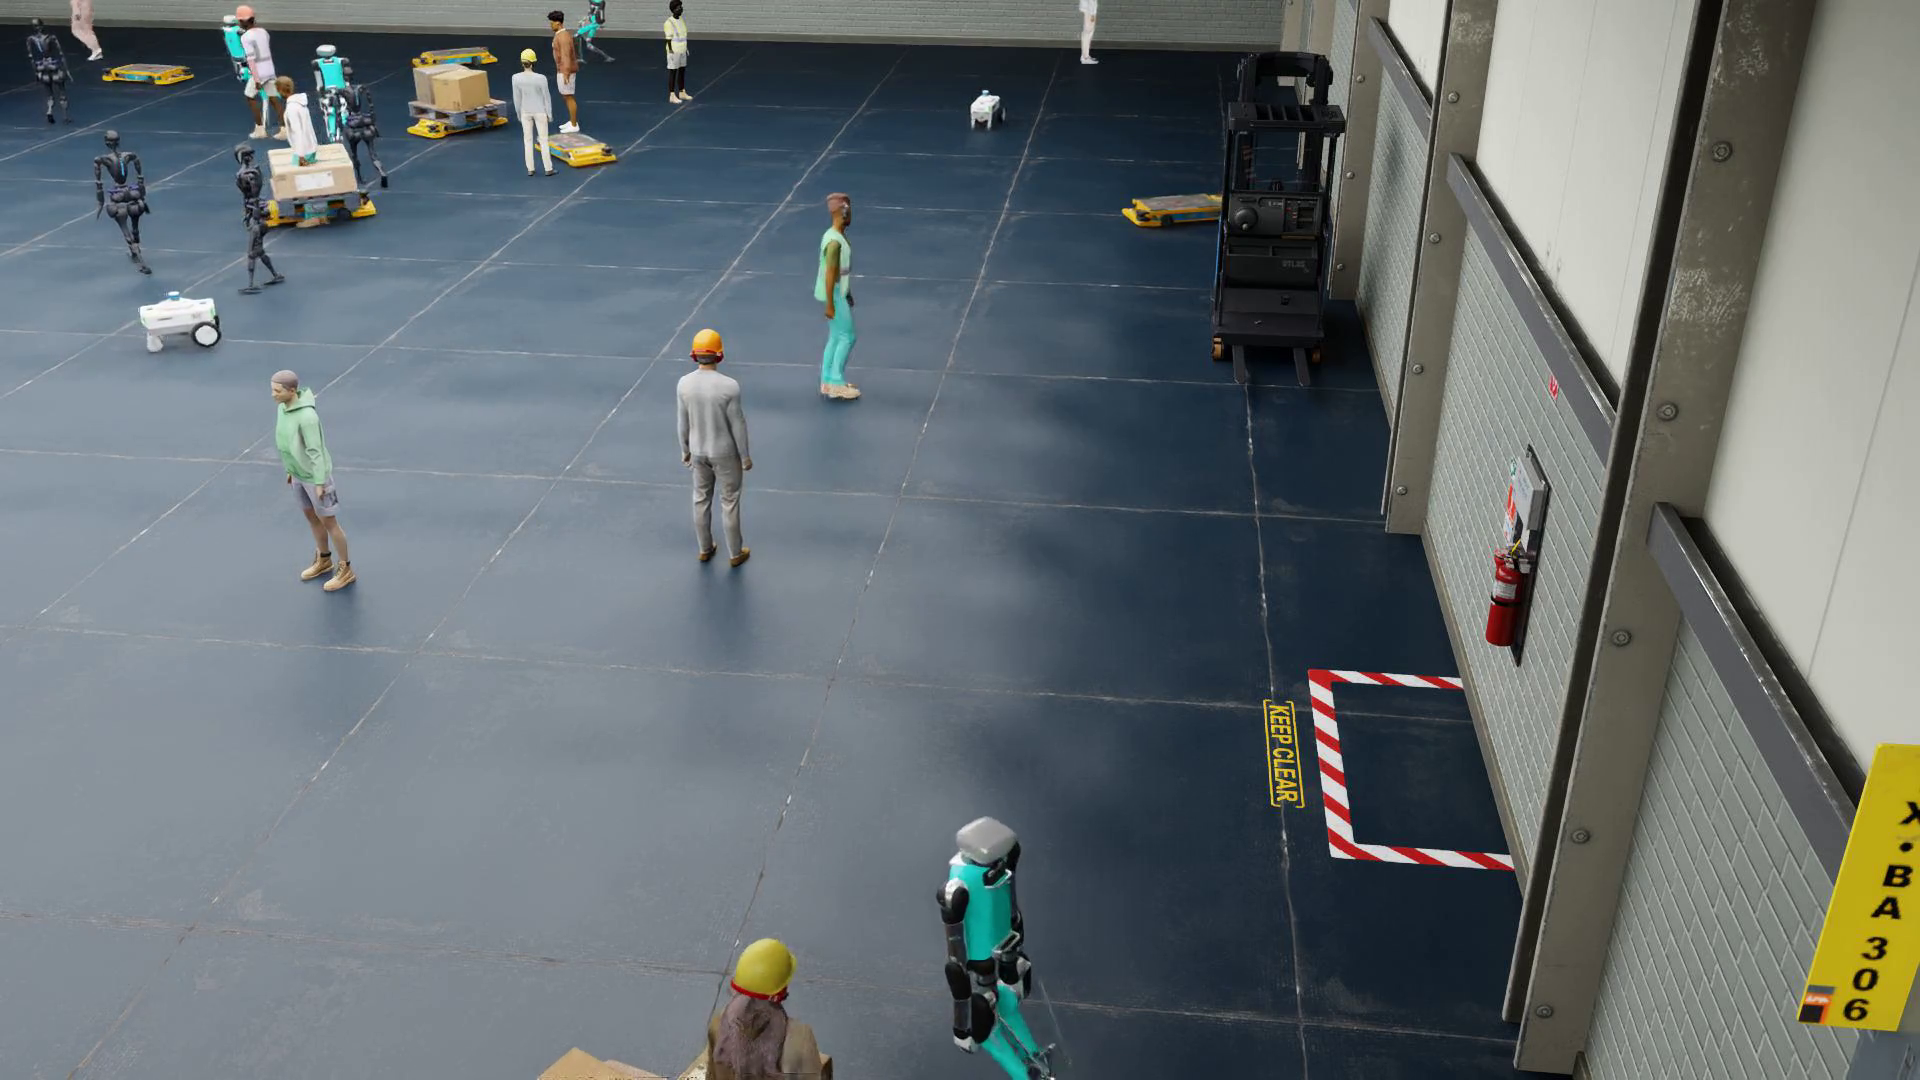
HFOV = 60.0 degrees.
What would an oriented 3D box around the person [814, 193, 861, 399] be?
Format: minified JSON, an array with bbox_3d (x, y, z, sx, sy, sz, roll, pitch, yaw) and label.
[{"bbox_3d":[-1.169,-2.336,15.938,0.457,1.937,0.595,-2,27,-4],"label":"person"}]

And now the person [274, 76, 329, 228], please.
[{"bbox_3d":[-8.402,-4.949,21.201,0.422,1.904,0.500,-1,27,-2],"label":"person"}]

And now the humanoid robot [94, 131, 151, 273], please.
[{"bbox_3d":[-9.878,-3.991,19.588,0.786,1.630,0.599,21,34,36],"label":"humanoid robot"}]

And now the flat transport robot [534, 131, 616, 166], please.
[{"bbox_3d":[-5.752,-5.832,24.780,0.659,0.231,1.431,-18,32,-32],"label":"flat transport robot"}]

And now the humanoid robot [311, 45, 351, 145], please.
[{"bbox_3d":[-8.903,-6.086,23.683,0.545,1.785,0.919,-1,27,-1],"label":"humanoid robot"}]

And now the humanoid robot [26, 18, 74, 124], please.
[{"bbox_3d":[-14.475,-7.459,26.455,0.596,1.642,0.405,-1,27,-2],"label":"humanoid robot"}]

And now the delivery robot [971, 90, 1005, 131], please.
[{"bbox_3d":[0.409,-6.859,26.502,0.499,0.586,0.782,6,27,12],"label":"delivery robot"}]

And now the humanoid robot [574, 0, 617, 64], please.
[{"bbox_3d":[-6.934,-9.645,30.806,1.020,1.771,0.537,-17,31,-31],"label":"humanoid robot"}]

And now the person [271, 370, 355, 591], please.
[{"bbox_3d":[-4.857,-0.461,12.427,0.468,1.735,0.324,20,33,34],"label":"person"}]

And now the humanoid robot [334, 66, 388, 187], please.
[{"bbox_3d":[-8.298,-5.707,23.006,0.748,1.636,0.588,23,35,38],"label":"humanoid robot"}]

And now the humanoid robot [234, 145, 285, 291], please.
[{"bbox_3d":[-8.095,-3.677,18.911,0.549,1.640,0.609,-15,30,-27],"label":"humanoid robot"}]

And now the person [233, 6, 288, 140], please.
[{"bbox_3d":[-10.718,-7.108,25.381,0.801,2.018,0.608,8,28,16],"label":"person"}]

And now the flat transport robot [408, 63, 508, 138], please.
[{"bbox_3d":[-7.943,-6.612,26.338,0.659,0.231,1.431,19,32,33],"label":"flat transport robot"}]

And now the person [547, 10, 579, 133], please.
[{"bbox_3d":[-6.167,-7.338,26.034,0.413,1.842,0.793,-9,28,-17],"label":"person"}]

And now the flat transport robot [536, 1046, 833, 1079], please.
[{"bbox_3d":[-1.286,2.996,7.157,0.659,0.231,1.431,11,29,21],"label":"flat transport robot"}]

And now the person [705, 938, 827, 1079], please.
[{"bbox_3d":[-0.793,2.378,6.762,0.549,1.733,0.842,13,29,24],"label":"person"}]

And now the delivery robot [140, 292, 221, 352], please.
[{"bbox_3d":[-8.153,-2.307,17.412,0.764,0.582,0.499,-11,29,-21],"label":"delivery robot"}]

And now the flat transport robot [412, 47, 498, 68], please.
[{"bbox_3d":[-9.474,-9.035,31.175,1.431,0.231,0.659,-14,30,-26],"label":"flat transport robot"}]

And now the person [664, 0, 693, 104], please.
[{"bbox_3d":[-4.750,-8.221,27.965,0.322,1.690,0.530,12,29,23],"label":"person"}]

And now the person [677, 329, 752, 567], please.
[{"bbox_3d":[-1.875,-0.696,12.725,0.569,1.889,0.389,7,27,13],"label":"person"}]

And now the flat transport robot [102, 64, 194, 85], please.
[{"bbox_3d":[-14.546,-8.340,29.788,1.431,0.231,0.659,8,28,15],"label":"flat transport robot"}]

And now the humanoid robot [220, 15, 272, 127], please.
[{"bbox_3d":[-11.152,-7.401,26.361,0.543,1.851,0.778,15,30,28],"label":"humanoid robot"}]

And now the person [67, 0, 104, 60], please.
[{"bbox_3d":[-16.468,-9.925,31.154,0.455,1.881,0.668,-2,27,-4],"label":"person"}]

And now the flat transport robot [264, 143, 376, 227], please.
[{"bbox_3d":[-8.459,-4.351,21.825,1.431,0.231,0.659,-12,29,-22],"label":"flat transport robot"}]

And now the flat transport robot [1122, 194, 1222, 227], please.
[{"bbox_3d":[2.905,-4.306,21.735,1.431,0.231,0.659,-6,27,-13],"label":"flat transport robot"}]

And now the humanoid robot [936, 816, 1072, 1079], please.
[{"bbox_3d":[0.278,2.098,7.341,0.730,1.810,0.570,16,31,29],"label":"humanoid robot"}]

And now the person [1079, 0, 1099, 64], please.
[{"bbox_3d":[2.410,-9.855,31.026,0.391,1.871,0.505,-3,27,-5],"label":"person"}]

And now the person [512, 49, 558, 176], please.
[{"bbox_3d":[-6.017,-6.032,23.509,0.532,1.768,0.308,2,27,4],"label":"person"}]

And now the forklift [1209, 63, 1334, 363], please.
[{"bbox_3d":[3.241,-3.477,17.183,1.129,2.768,1.873,3,27,6],"label":"forklift"}]
